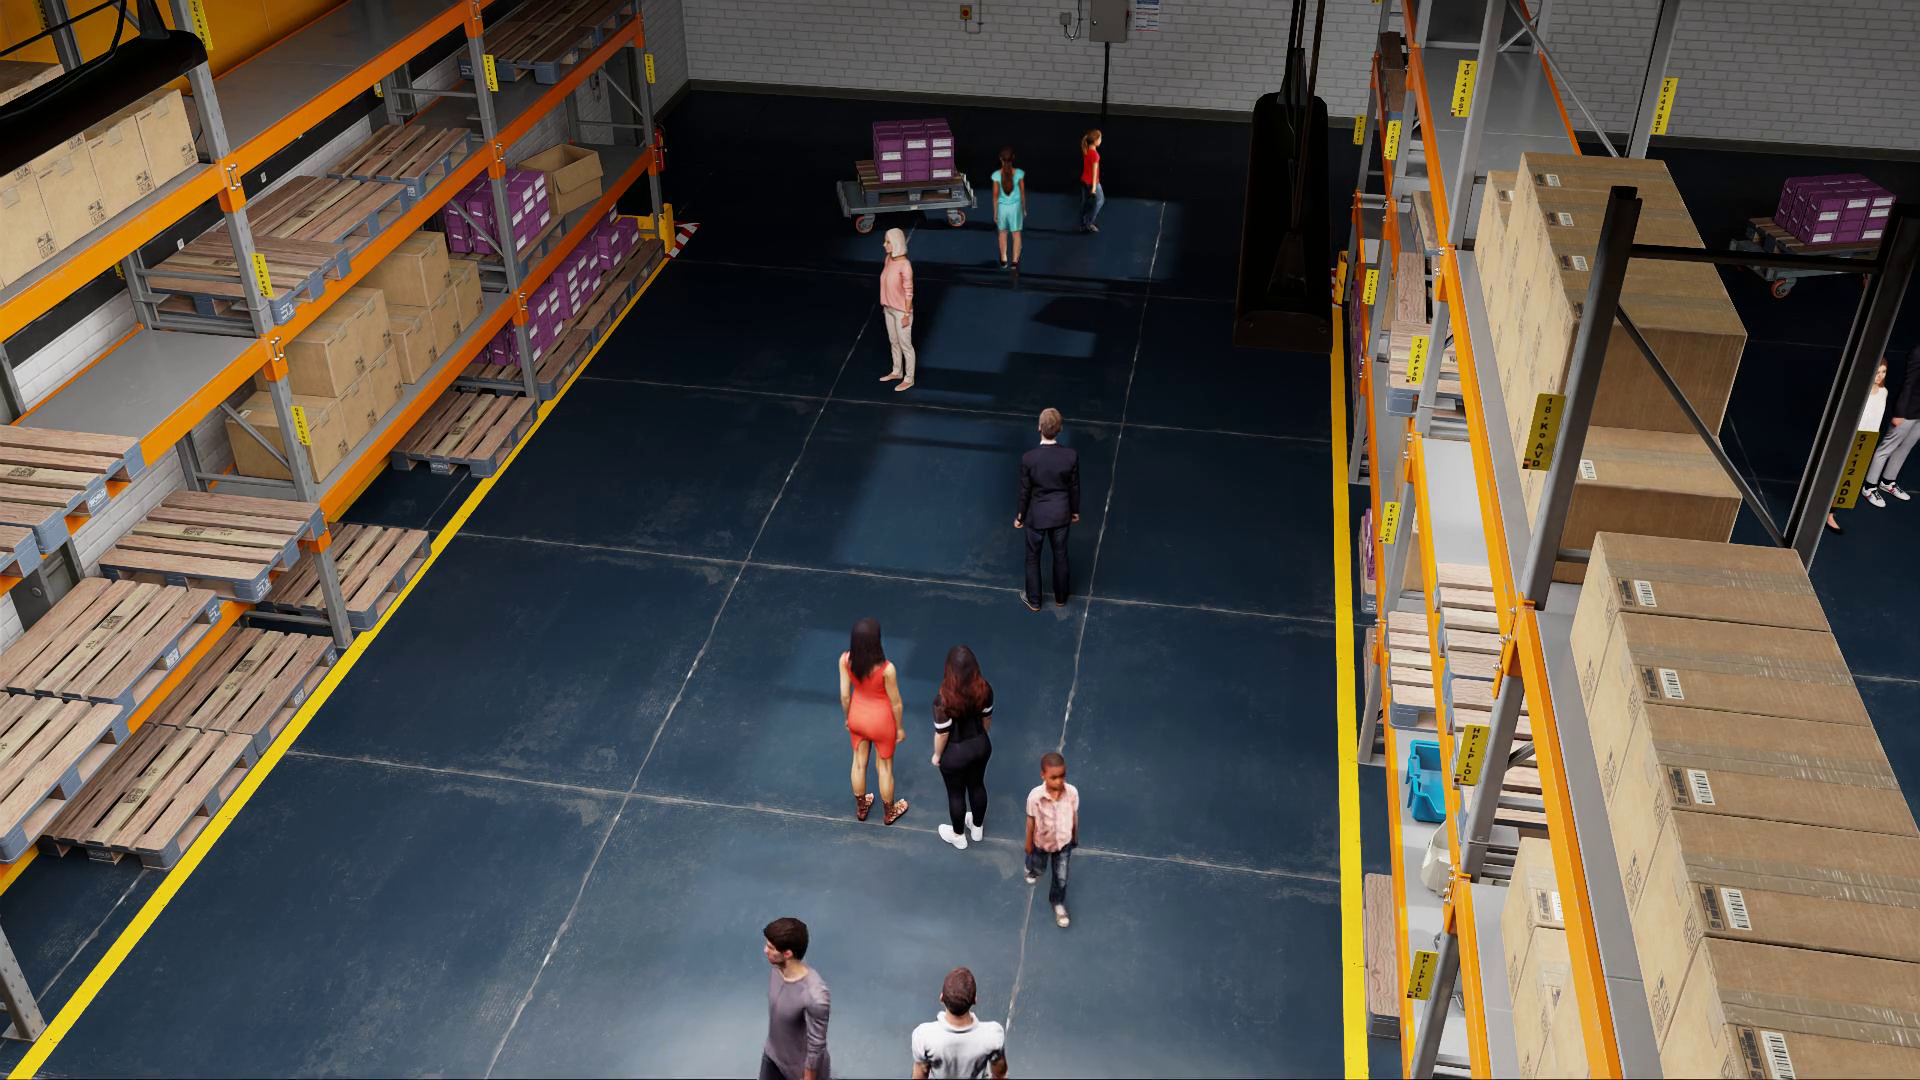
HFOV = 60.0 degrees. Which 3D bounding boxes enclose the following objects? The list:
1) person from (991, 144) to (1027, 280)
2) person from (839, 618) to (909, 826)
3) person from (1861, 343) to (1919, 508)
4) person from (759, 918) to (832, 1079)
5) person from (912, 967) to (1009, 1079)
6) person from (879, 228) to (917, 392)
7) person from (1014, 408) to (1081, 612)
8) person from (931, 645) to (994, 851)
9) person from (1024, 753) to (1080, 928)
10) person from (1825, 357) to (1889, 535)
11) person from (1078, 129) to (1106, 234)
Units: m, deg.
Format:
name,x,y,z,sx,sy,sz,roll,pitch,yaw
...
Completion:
name,x,y,z,sx,sy,sz,roll,pitch,yaw
person,0.576,-3.746,18.983,0.619,1.542,0.975,1,34,2
person,-0.601,1.239,11.325,0.625,1.718,0.585,12,35,17
person,8.521,-1.229,14.830,0.798,1.948,0.793,-12,35,-17
person,-0.789,2.751,8.966,1.229,1.810,1.123,-26,42,-34
person,-0.008,2.929,8.661,0.709,1.851,0.637,-3,34,-5
person,-0.616,-2.326,16.681,0.730,1.725,0.665,-20,39,-28
person,0.700,-0.247,13.474,0.772,1.814,0.727,-6,34,-10
person,0.018,1.390,11.168,0.714,1.638,0.765,-19,38,-26
person,0.578,1.872,10.754,0.679,1.295,0.846,-8,34,-11
person,7.702,-0.827,14.430,0.641,1.721,0.617,-6,34,-9
person,1.510,-4.312,20.052,0.635,1.301,0.570,-16,37,-22
